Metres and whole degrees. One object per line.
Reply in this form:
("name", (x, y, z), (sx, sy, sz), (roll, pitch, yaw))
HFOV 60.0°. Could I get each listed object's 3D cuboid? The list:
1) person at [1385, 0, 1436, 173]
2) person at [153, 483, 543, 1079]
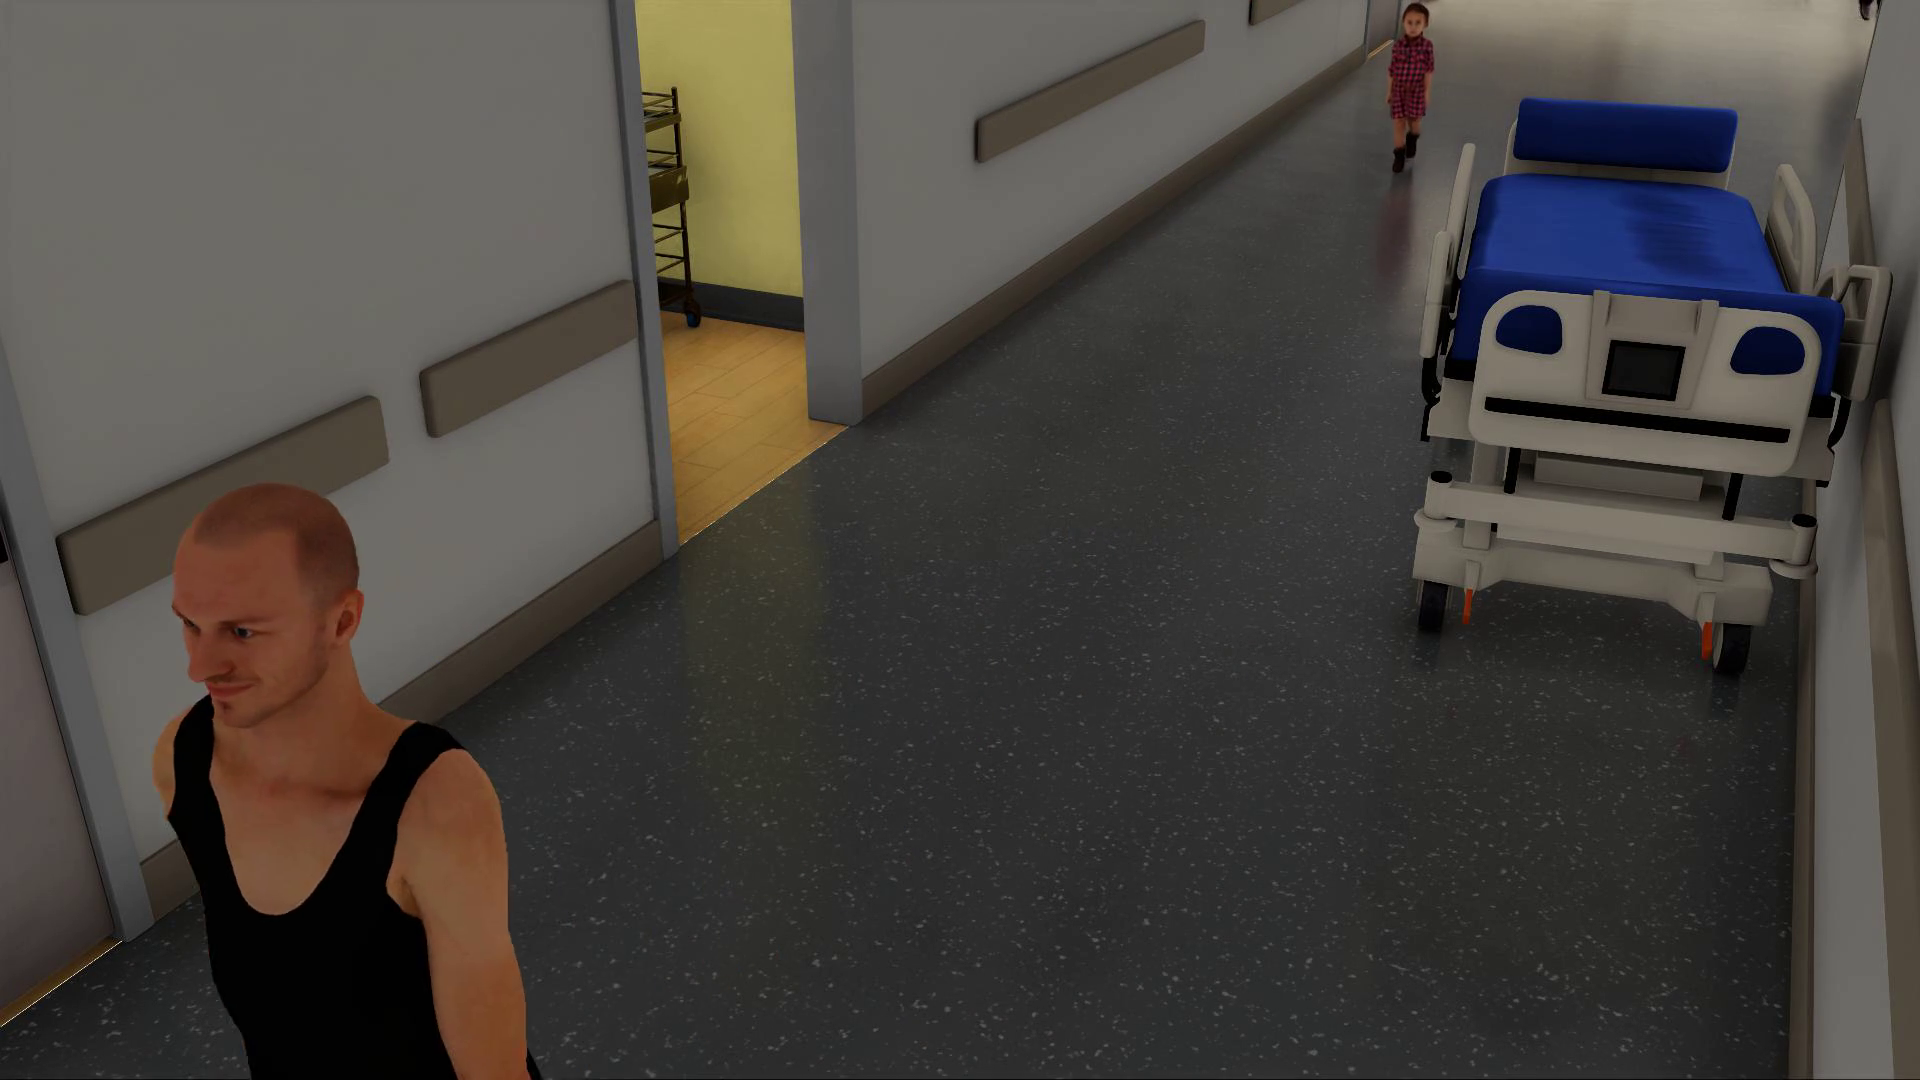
("person", (2.844, -2.859, 10.496), (0.607, 1.014, 0.527), (9, 27, 17))
("person", (-0.670, 0.725, 2.188), (0.999, 1.776, 0.797), (9, 27, 18))
